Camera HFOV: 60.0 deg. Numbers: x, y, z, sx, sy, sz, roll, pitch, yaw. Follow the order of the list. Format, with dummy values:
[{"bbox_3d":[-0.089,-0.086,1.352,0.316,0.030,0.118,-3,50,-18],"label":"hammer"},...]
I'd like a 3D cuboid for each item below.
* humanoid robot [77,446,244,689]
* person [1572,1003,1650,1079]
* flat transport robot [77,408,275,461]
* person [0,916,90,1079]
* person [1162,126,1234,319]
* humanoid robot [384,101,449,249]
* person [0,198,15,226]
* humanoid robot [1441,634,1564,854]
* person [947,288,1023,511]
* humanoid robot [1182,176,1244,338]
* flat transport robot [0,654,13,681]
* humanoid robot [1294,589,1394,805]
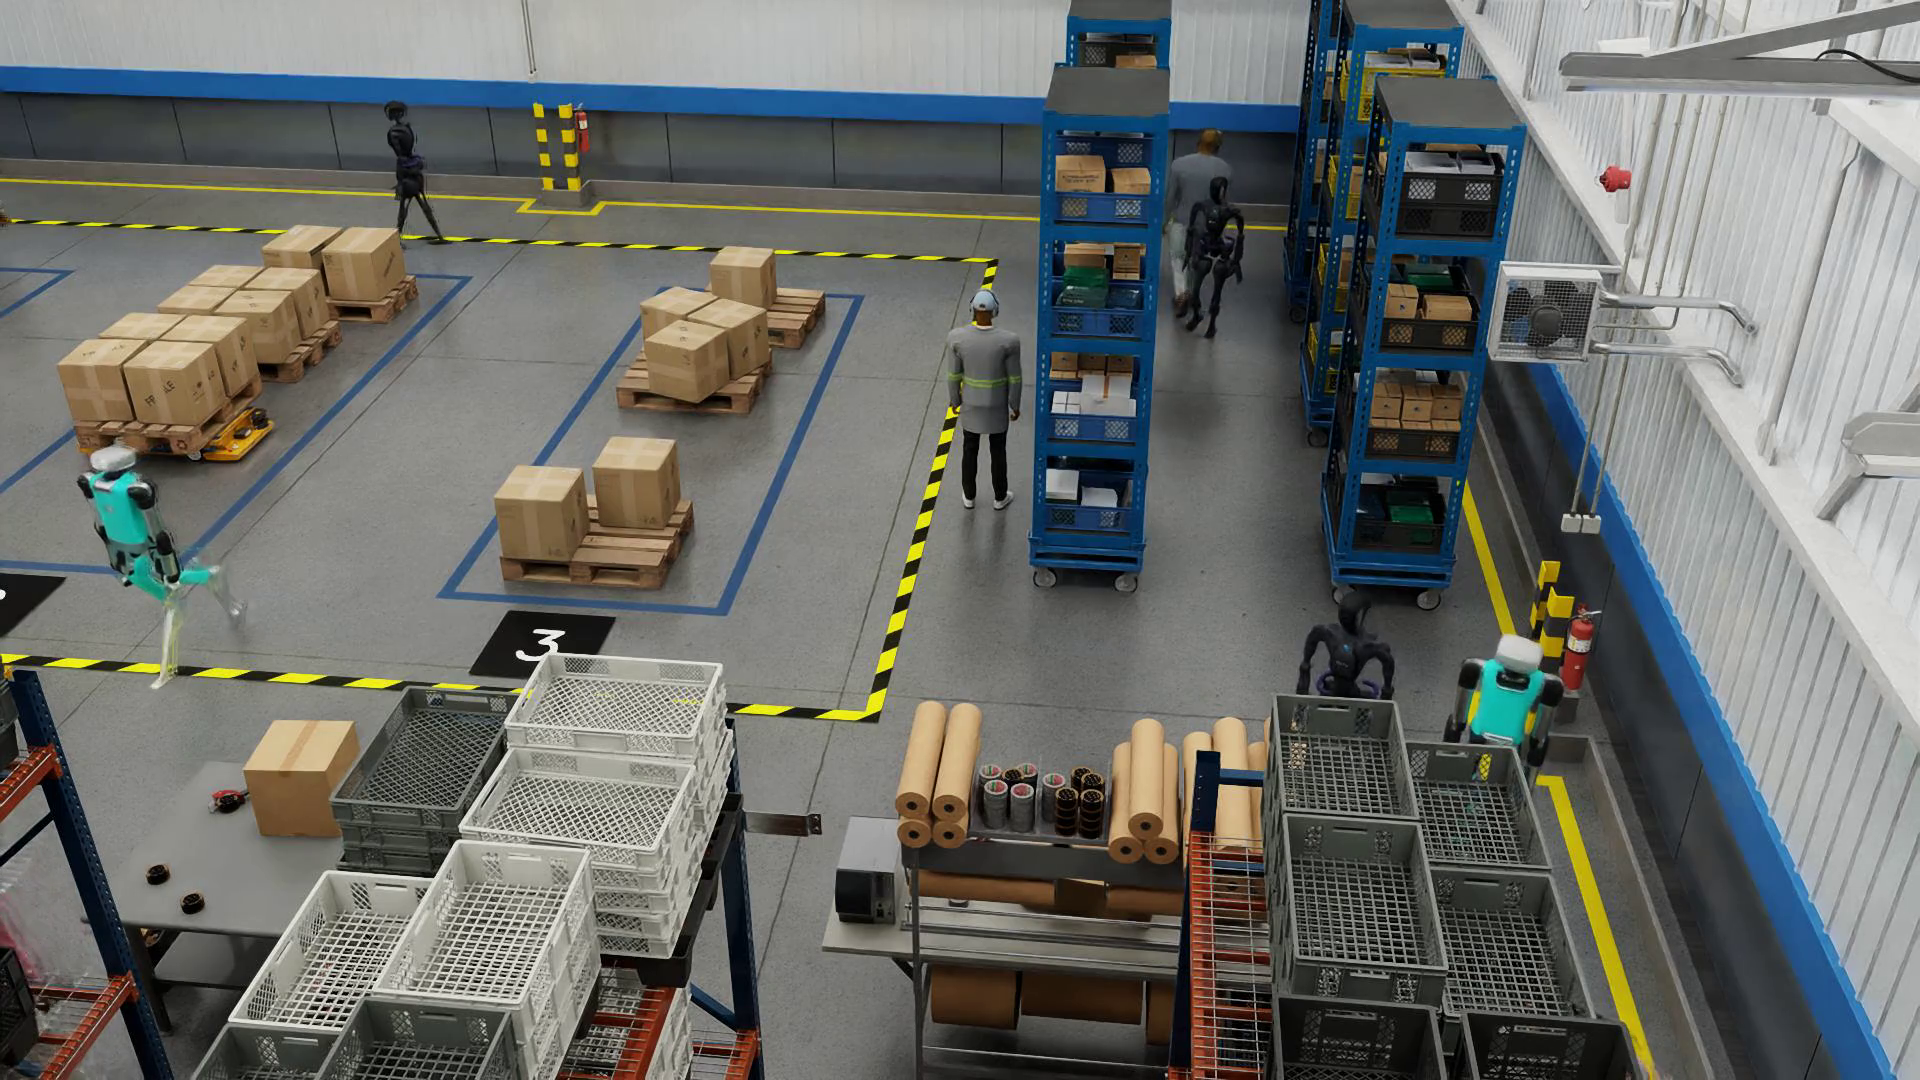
[{"bbox_3d":[-5.258,0.038,11.168,0.547,1.765,0.944,9,31,15],"label":"humanoid robot"},{"bbox_3d":[2.467,2.602,6.570,0.638,1.909,0.939,-15,34,-25],"label":"person"},{"bbox_3d":[-6.728,-0.944,14.268,1.431,0.197,0.652,3,30,6],"label":"flat transport robot"},{"bbox_3d":[-4.477,2.098,7.566,0.731,1.782,0.407,0,30,0],"label":"person"},{"bbox_3d":[2.335,-3.093,16.369,0.671,1.894,0.762,-1,30,-2],"label":"person"},{"bbox_3d":[-6.057,-3.973,18.125,0.750,1.626,0.597,-2,30,-3],"label":"humanoid robot"},{"bbox_3d":[-11.148,-4.392,18.641,0.816,1.856,0.586,18,35,28],"label":"person"},{"bbox_3d":[2.782,1.451,8.810,0.556,1.865,0.808,9,31,15],"label":"humanoid robot"},{"bbox_3d":[0.198,-1.094,12.979,0.589,1.852,0.379,5,31,8],"label":"person"},{"bbox_3d":[2.433,-2.712,15.944,0.612,1.638,0.411,13,33,21],"label":"humanoid robot"},{"bbox_3d":[-7.142,0.969,11.010,1.431,0.231,0.659,3,30,6],"label":"flat transport robot"},{"bbox_3d":[2.214,1.005,9.587,0.589,1.641,0.497,16,34,25],"label":"humanoid robot"}]
